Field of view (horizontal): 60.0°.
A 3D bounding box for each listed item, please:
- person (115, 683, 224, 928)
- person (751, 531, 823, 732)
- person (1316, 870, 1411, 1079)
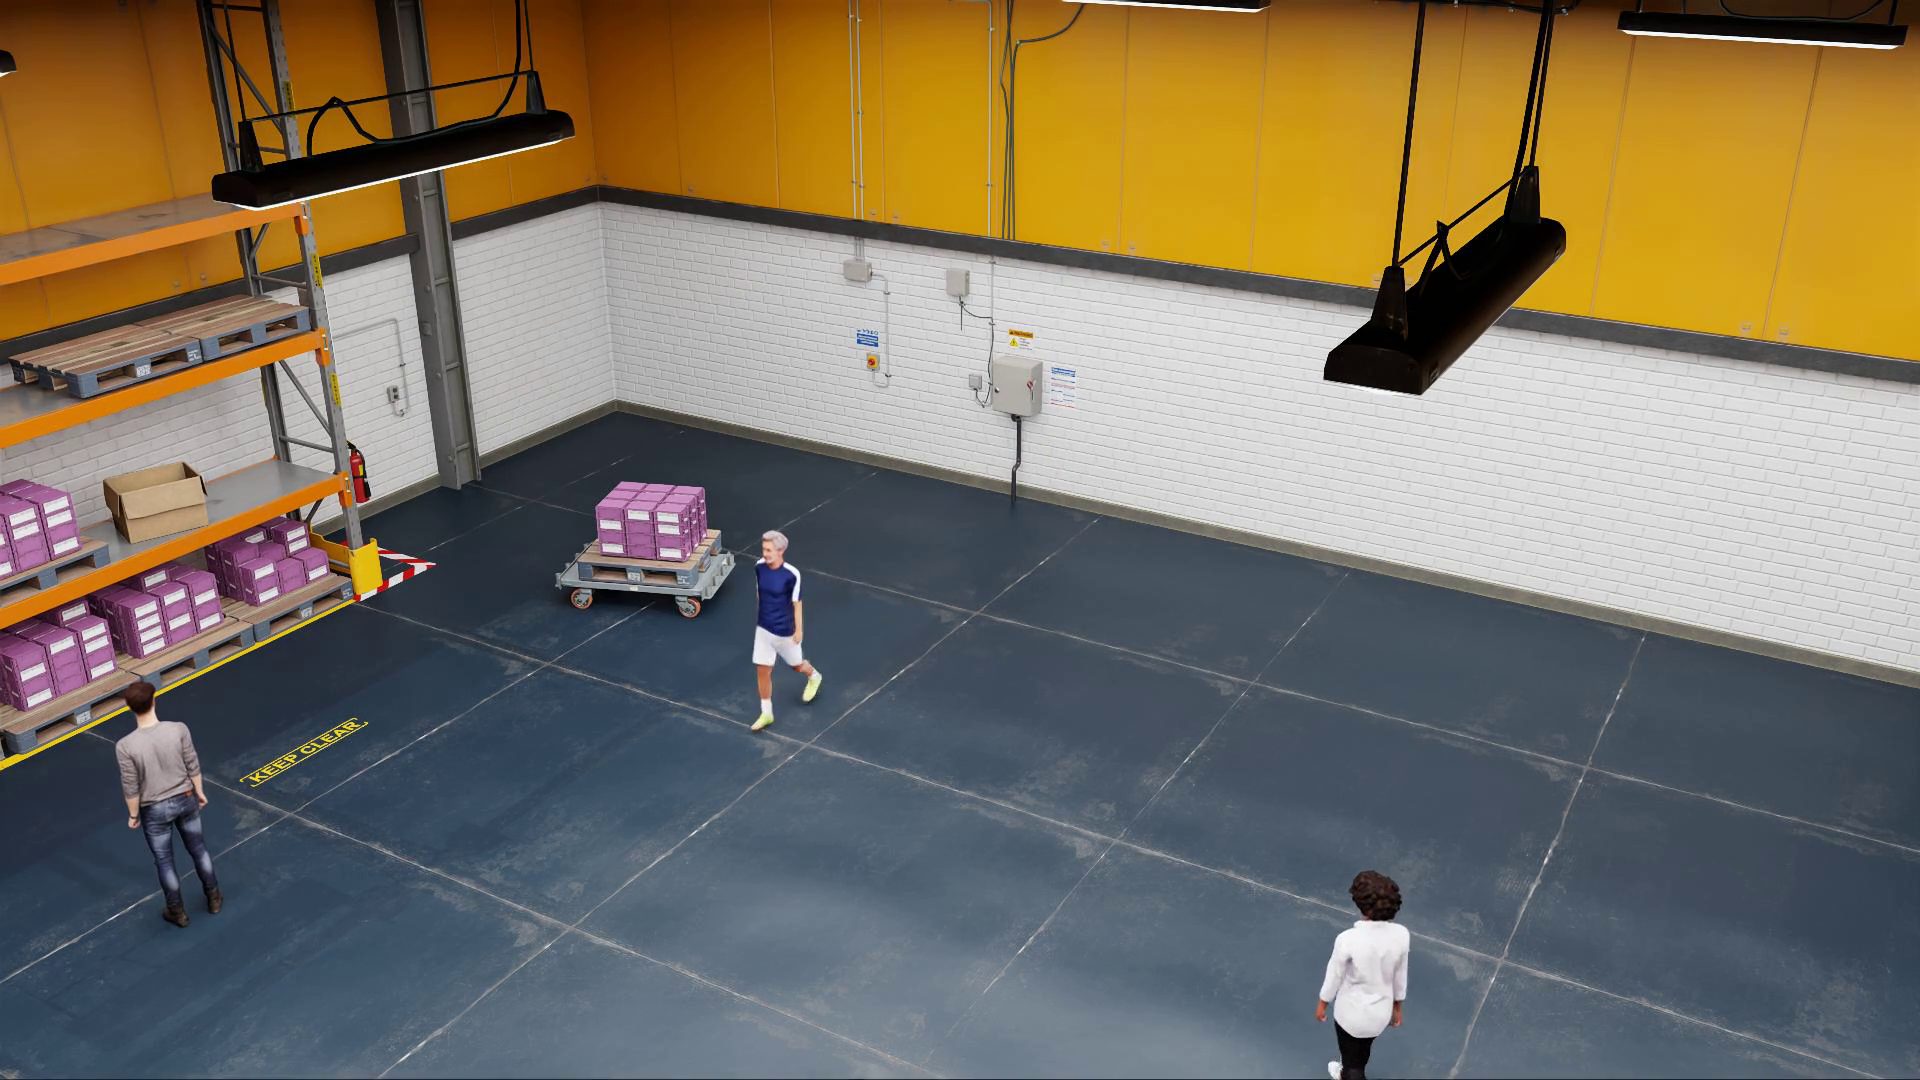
[{"bbox_3d":[-5.642,1.887,11.853,0.651,1.900,0.826,-18,30,-36],"label":"person"},{"bbox_3d":[-1.537,0.740,14.591,0.642,1.809,1.135,12,26,26],"label":"person"},{"bbox_3d":[2.421,2.811,9.884,1.006,1.783,1.081,-5,24,-11],"label":"person"}]
